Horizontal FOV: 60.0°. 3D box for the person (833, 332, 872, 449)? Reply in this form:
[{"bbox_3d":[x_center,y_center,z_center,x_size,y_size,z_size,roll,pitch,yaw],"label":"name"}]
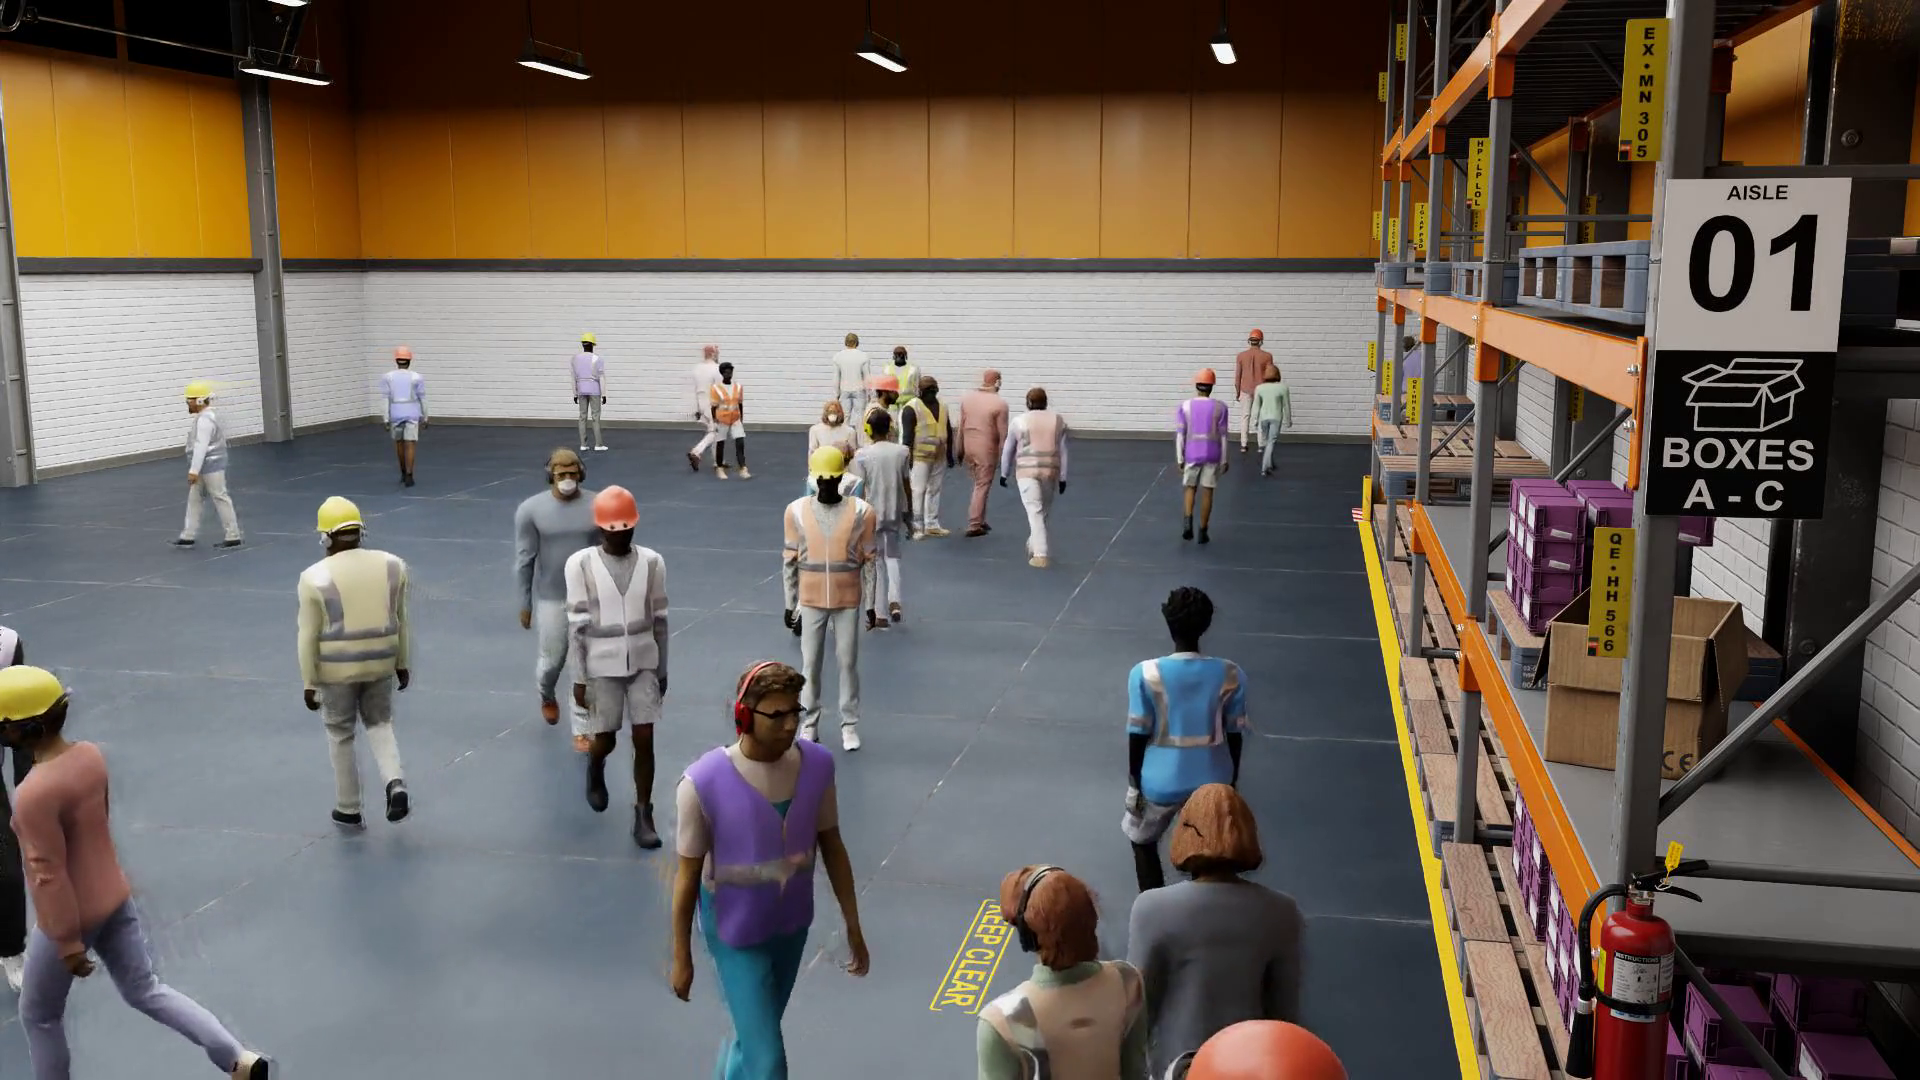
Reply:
[{"bbox_3d":[-1.730,-2.370,26.811,0.630,1.938,0.373,2,10,9],"label":"person"}]

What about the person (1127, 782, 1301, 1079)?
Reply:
[{"bbox_3d":[0.698,1.487,4.531,0.533,1.607,0.522,-2,10,-12],"label":"person"}]

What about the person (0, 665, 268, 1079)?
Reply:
[{"bbox_3d":[-2.888,1.255,5.664,0.863,1.729,0.542,0,9,0],"label":"person"}]

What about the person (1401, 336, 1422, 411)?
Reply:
[{"bbox_3d":[7.157,-2.269,26.318,0.677,1.906,0.431,1,9,4],"label":"person"}]

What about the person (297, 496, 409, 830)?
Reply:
[{"bbox_3d":[-3.200,0.672,8.830,0.603,1.813,0.502,-8,13,-41],"label":"person"}]

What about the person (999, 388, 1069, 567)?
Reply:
[{"bbox_3d":[0.763,-0.642,16.902,0.637,1.783,0.999,-2,10,-13],"label":"person"}]

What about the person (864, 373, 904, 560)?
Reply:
[{"bbox_3d":[-0.804,-0.736,16.975,0.482,1.926,0.597,1,9,6],"label":"person"}]

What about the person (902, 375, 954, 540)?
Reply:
[{"bbox_3d":[-0.343,-0.912,18.374,0.671,1.831,0.432,-8,13,-42],"label":"person"}]

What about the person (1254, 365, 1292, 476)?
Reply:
[{"bbox_3d":[4.485,-1.719,23.942,0.502,1.590,0.868,6,11,33],"label":"person"}]

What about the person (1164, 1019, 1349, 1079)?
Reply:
[{"bbox_3d":[0.340,1.647,2.623,0.633,1.921,0.990,-8,12,-41],"label":"person"}]

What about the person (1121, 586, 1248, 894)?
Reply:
[{"bbox_3d":[0.950,1.029,7.091,0.551,1.676,0.517,-2,10,-10],"label":"person"}]

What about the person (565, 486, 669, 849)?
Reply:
[{"bbox_3d":[-1.808,0.639,8.755,0.551,1.913,0.655,-5,11,-26],"label":"person"}]

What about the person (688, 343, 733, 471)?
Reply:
[{"bbox_3d":[-3.682,-1.945,24.410,0.793,1.883,0.649,-8,12,-40],"label":"person"}]

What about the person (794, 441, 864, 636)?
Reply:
[{"bbox_3d":[-1.065,0.000,13.546,0.531,1.605,0.773,2,10,14],"label":"person"}]

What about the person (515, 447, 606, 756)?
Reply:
[{"bbox_3d":[-2.472,0.357,10.461,0.634,1.918,0.685,-4,10,-23],"label":"person"}]

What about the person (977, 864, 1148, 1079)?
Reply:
[{"bbox_3d":[0.297,1.580,4.030,0.520,1.603,0.827,-6,11,-31],"label":"person"}]

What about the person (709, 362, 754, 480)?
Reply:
[{"bbox_3d":[-3.202,-1.644,23.233,0.557,1.658,0.791,-6,11,-33],"label":"person"}]

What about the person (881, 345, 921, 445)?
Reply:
[{"bbox_3d":[-0.911,-2.065,25.346,0.625,1.817,0.788,2,10,10],"label":"person"}]

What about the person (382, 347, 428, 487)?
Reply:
[{"bbox_3d":[-7.639,-1.713,22.969,0.568,1.890,0.946,-2,10,-9],"label":"person"}]

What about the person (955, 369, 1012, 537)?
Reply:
[{"bbox_3d":[0.309,-0.973,18.597,0.668,1.865,0.678,9,13,43],"label":"person"}]

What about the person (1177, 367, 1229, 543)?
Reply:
[{"bbox_3d":[2.644,-0.916,18.091,0.550,1.917,0.391,3,10,18],"label":"person"}]

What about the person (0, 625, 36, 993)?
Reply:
[{"bbox_3d":[-4.036,0.988,6.644,0.615,1.911,0.494,-5,11,-26],"label":"person"}]

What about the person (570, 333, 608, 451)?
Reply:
[{"bbox_3d":[-6.018,-2.396,27.020,0.584,1.918,0.376,2,10,11],"label":"person"}]

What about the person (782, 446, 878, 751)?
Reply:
[{"bbox_3d":[-0.811,0.366,10.356,0.593,1.922,0.387,0,9,2],"label":"person"}]

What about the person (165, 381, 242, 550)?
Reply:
[{"bbox_3d":[-8.054,-0.768,17.545,0.838,1.793,0.604,-4,10,-24],"label":"person"}]

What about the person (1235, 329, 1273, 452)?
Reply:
[{"bbox_3d":[4.768,-2.416,26.915,0.623,1.989,0.400,4,10,21],"label":"person"}]

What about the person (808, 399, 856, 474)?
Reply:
[{"bbox_3d":[-1.343,-0.688,17.593,0.514,1.621,0.436,0,9,0],"label":"person"}]

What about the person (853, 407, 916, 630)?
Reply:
[{"bbox_3d":[-0.656,-0.176,13.842,0.565,1.851,0.416,-4,10,-22],"label":"person"}]

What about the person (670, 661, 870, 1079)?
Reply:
[{"bbox_3d":[-0.544,1.277,5.224,0.584,1.797,0.965,-9,13,-44],"label":"person"}]
